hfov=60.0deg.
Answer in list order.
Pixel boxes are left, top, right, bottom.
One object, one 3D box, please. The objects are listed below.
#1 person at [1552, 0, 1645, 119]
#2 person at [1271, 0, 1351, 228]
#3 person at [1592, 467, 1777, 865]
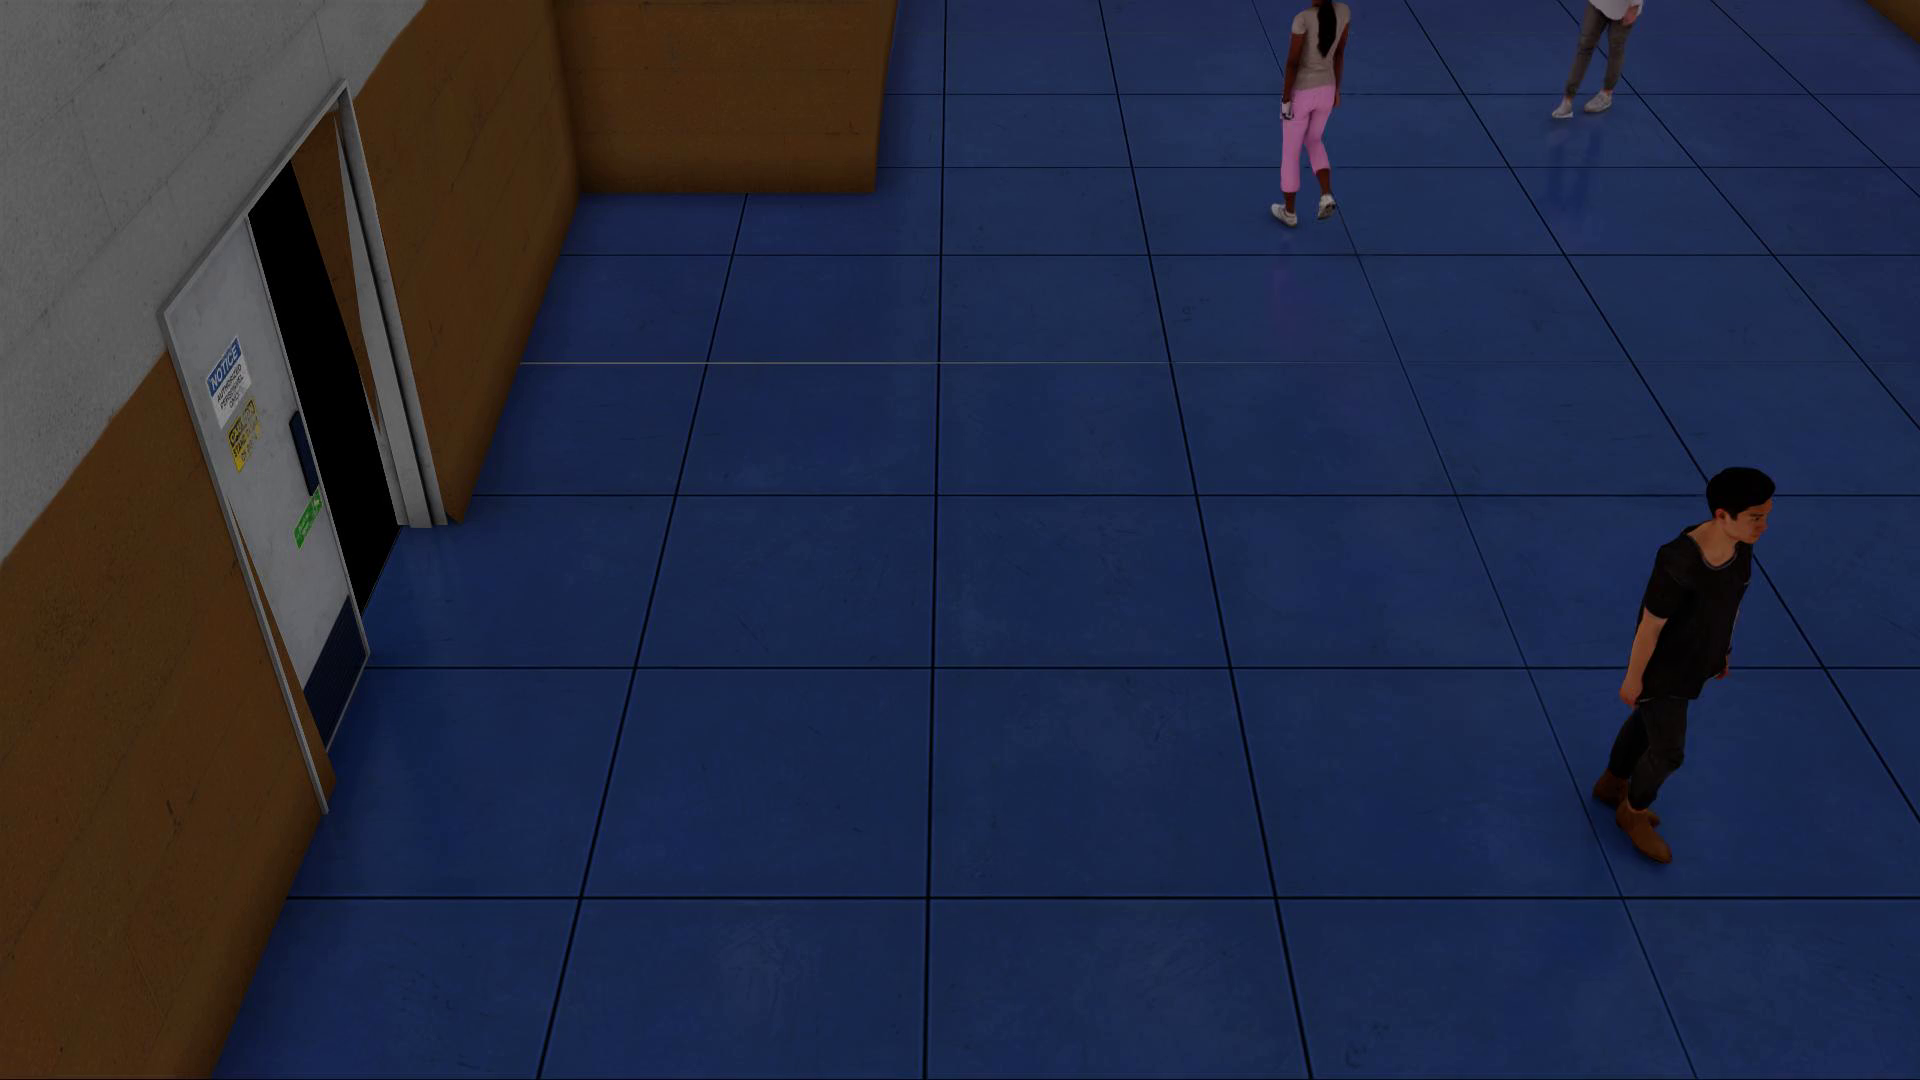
[{"bbox_3d":[4.721,-3.906,11.923,1.108,1.791,1.044,-23,43,-28],"label":"person"},{"bbox_3d":[2.242,-2.736,10.416,0.820,1.729,0.818,-14,39,-18],"label":"person"},{"bbox_3d":[2.631,0.400,6.257,0.780,1.705,0.849,-25,44,-29],"label":"person"}]
